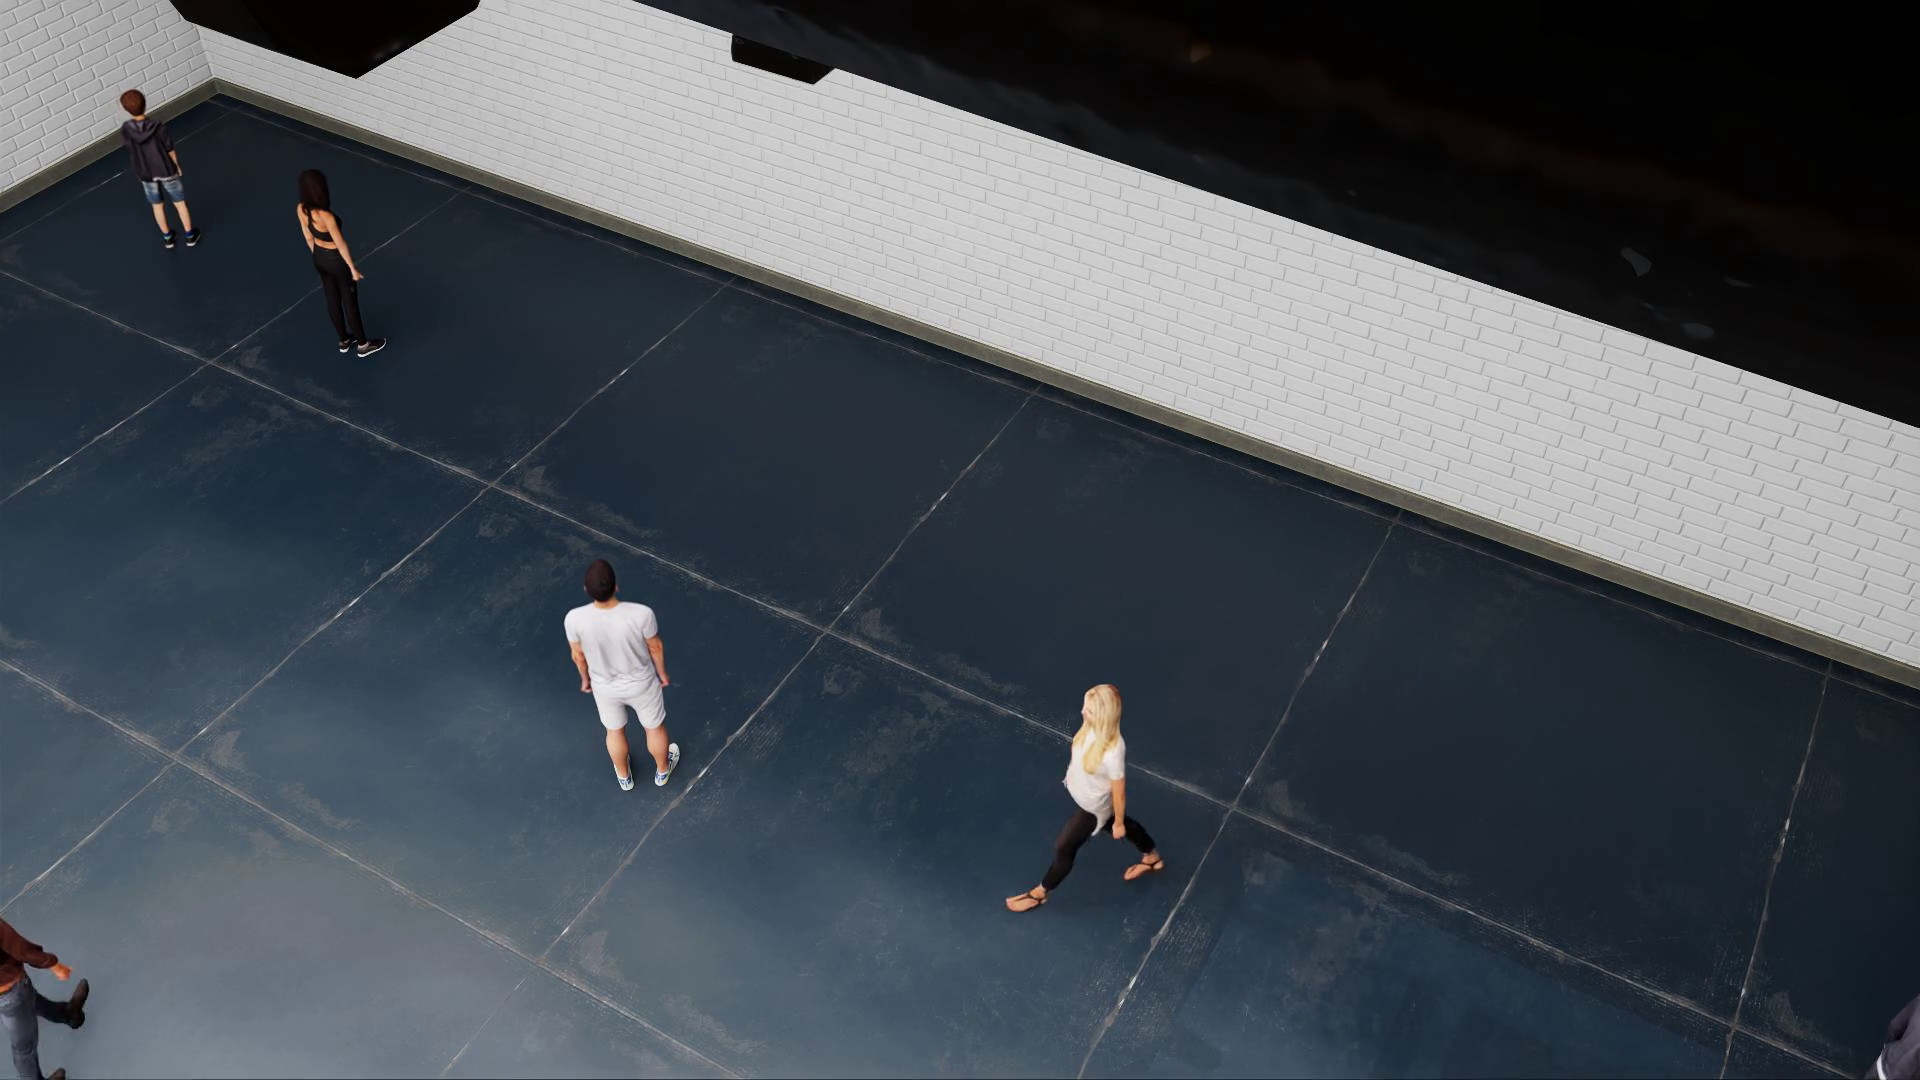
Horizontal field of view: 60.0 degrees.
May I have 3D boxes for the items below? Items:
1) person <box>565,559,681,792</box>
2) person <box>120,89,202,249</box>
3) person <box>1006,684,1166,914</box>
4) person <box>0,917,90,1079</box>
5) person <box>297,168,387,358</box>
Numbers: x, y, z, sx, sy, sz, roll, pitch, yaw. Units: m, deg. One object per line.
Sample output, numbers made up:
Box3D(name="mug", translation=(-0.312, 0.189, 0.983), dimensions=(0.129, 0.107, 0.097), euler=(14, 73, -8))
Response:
Box3D(name="person", translation=(-1.992, 0.810, 9.826), dimensions=(0.770, 1.856, 0.788), euler=(-4, 44, -4))
Box3D(name="person", translation=(-6.923, -3.190, 14.323), dimensions=(0.618, 1.445, 0.669), euler=(-8, 44, -8))
Box3D(name="person", translation=(0.850, 1.416, 9.248), dimensions=(1.209, 1.776, 1.165), euler=(-10, 45, -11))
Box3D(name="person", translation=(-4.852, 2.316, 8.323), dimensions=(0.918, 1.749, 1.101), euler=(5, 44, 5))
Box3D(name="person", translation=(-4.952, -2.179, 13.119), dimensions=(0.572, 1.640, 0.500), euler=(19, 47, 19))
